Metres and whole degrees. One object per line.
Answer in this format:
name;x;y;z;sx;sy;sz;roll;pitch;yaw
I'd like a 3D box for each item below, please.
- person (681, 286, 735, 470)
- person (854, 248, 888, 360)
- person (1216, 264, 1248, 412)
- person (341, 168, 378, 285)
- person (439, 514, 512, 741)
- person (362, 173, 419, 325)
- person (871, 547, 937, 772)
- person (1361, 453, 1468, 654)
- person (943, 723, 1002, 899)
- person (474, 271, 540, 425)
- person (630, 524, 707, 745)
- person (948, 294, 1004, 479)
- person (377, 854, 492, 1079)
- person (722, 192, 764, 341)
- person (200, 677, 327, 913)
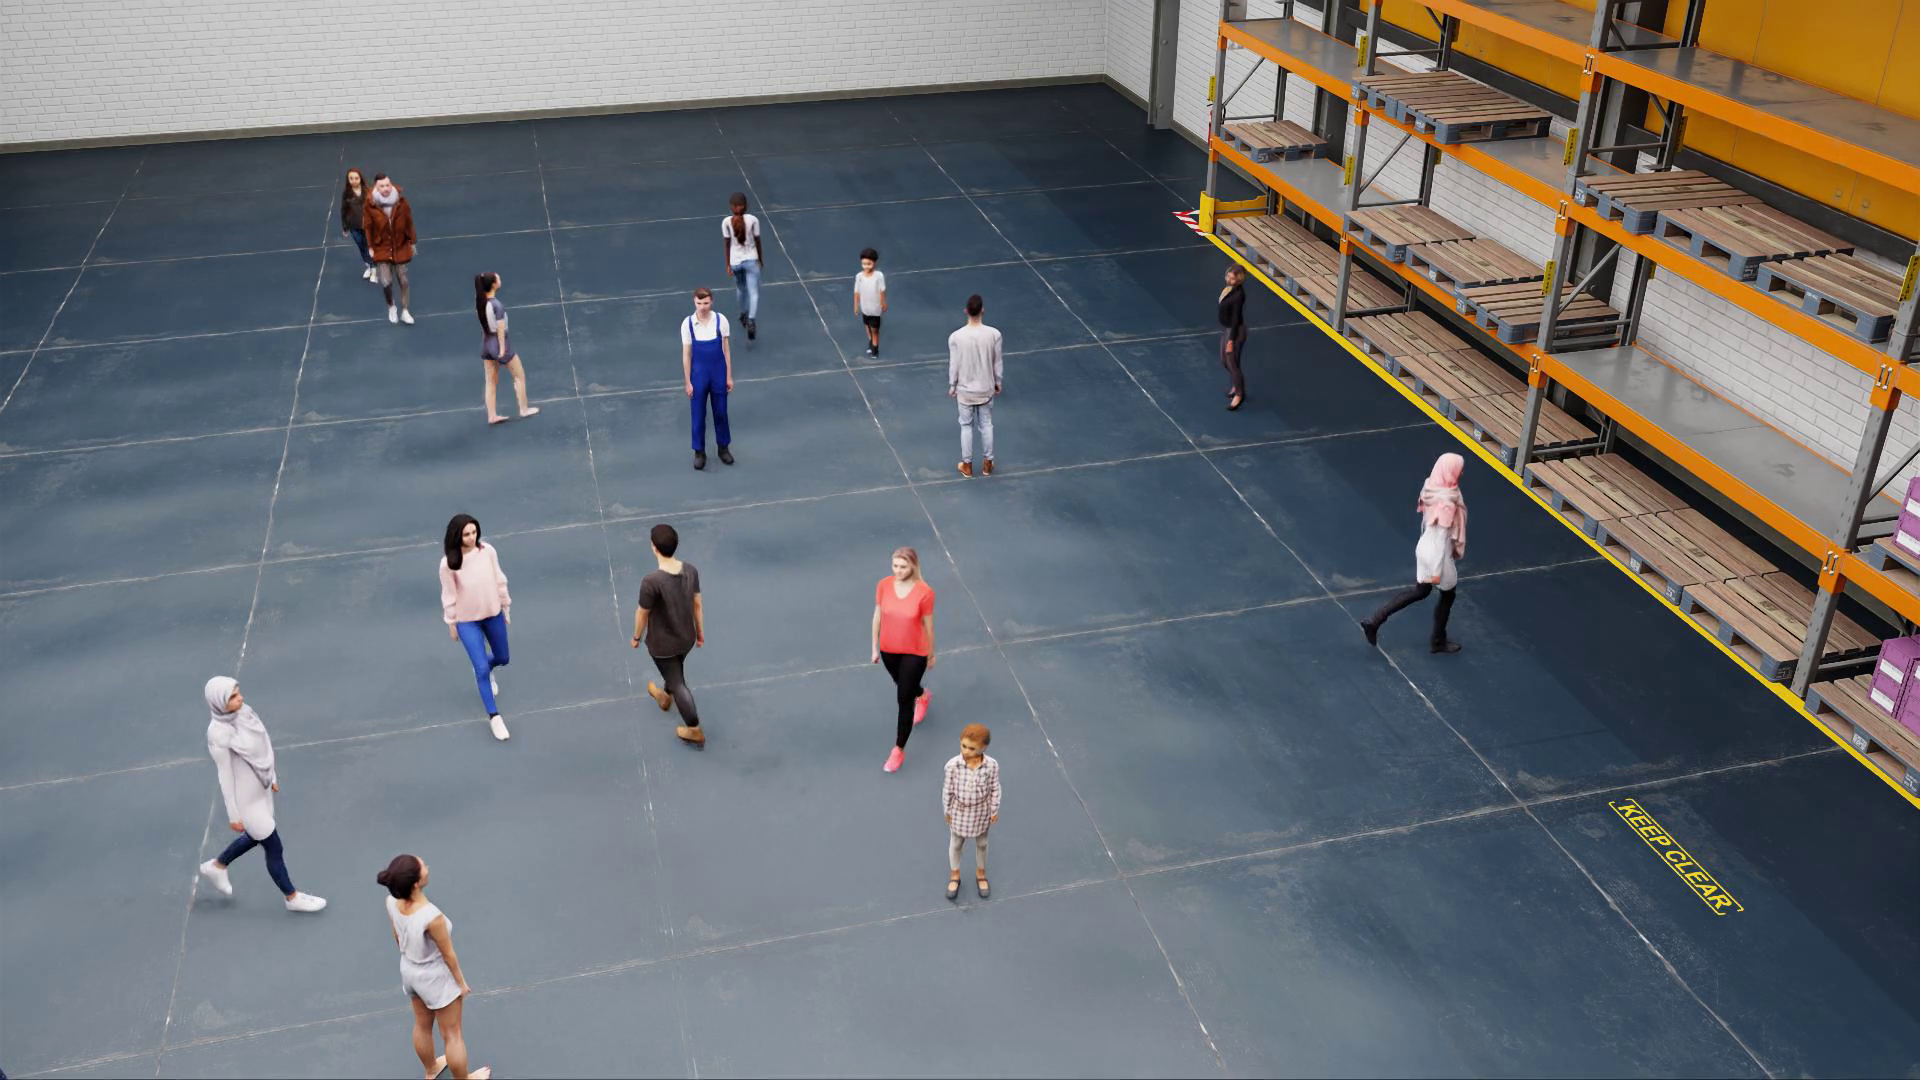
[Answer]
person;-2.446;-1.610;16.203;0.626;1.848;0.557;-8;30;-15
person;-1.000;-2.720;18.872;0.668;1.242;0.792;4;29;8
person;2.903;-2.115;17.351;0.781;1.636;0.624;5;29;9
person;-7.539;-3.986;20.976;0.663;1.451;0.919;-3;29;-5
person;-3.576;0.575;12.300;0.888;1.752;1.086;-20;34;-32
person;-6.710;-3.437;19.578;0.795;1.824;0.776;-16;32;-26
person;-0.363;0.769;12.036;1.061;1.663;1.197;12;31;21
person;3.631;0.148;13.054;0.791;1.779;1.053;-3;29;-5
person;0.072;1.712;10.676;0.569;1.310;0.557;0;29;0
person;-4.815;-1.936;17.030;0.839;1.631;0.884;19;34;30
person;-2.055;0.728;12.103;1.144;1.671;0.966;25;38;38
person;0.154;-1.478;15.973;0.703;1.837;0.588;-4;29;-8
person;-2.918;2.382;9.140;0.670;1.604;0.727;14;32;24
person;-2.474;-3.141;19.175;0.759;1.691;1.134;-1;29;-1
person;-4.515;1.609;10.398;0.908;1.757;1.064;2;29;4
